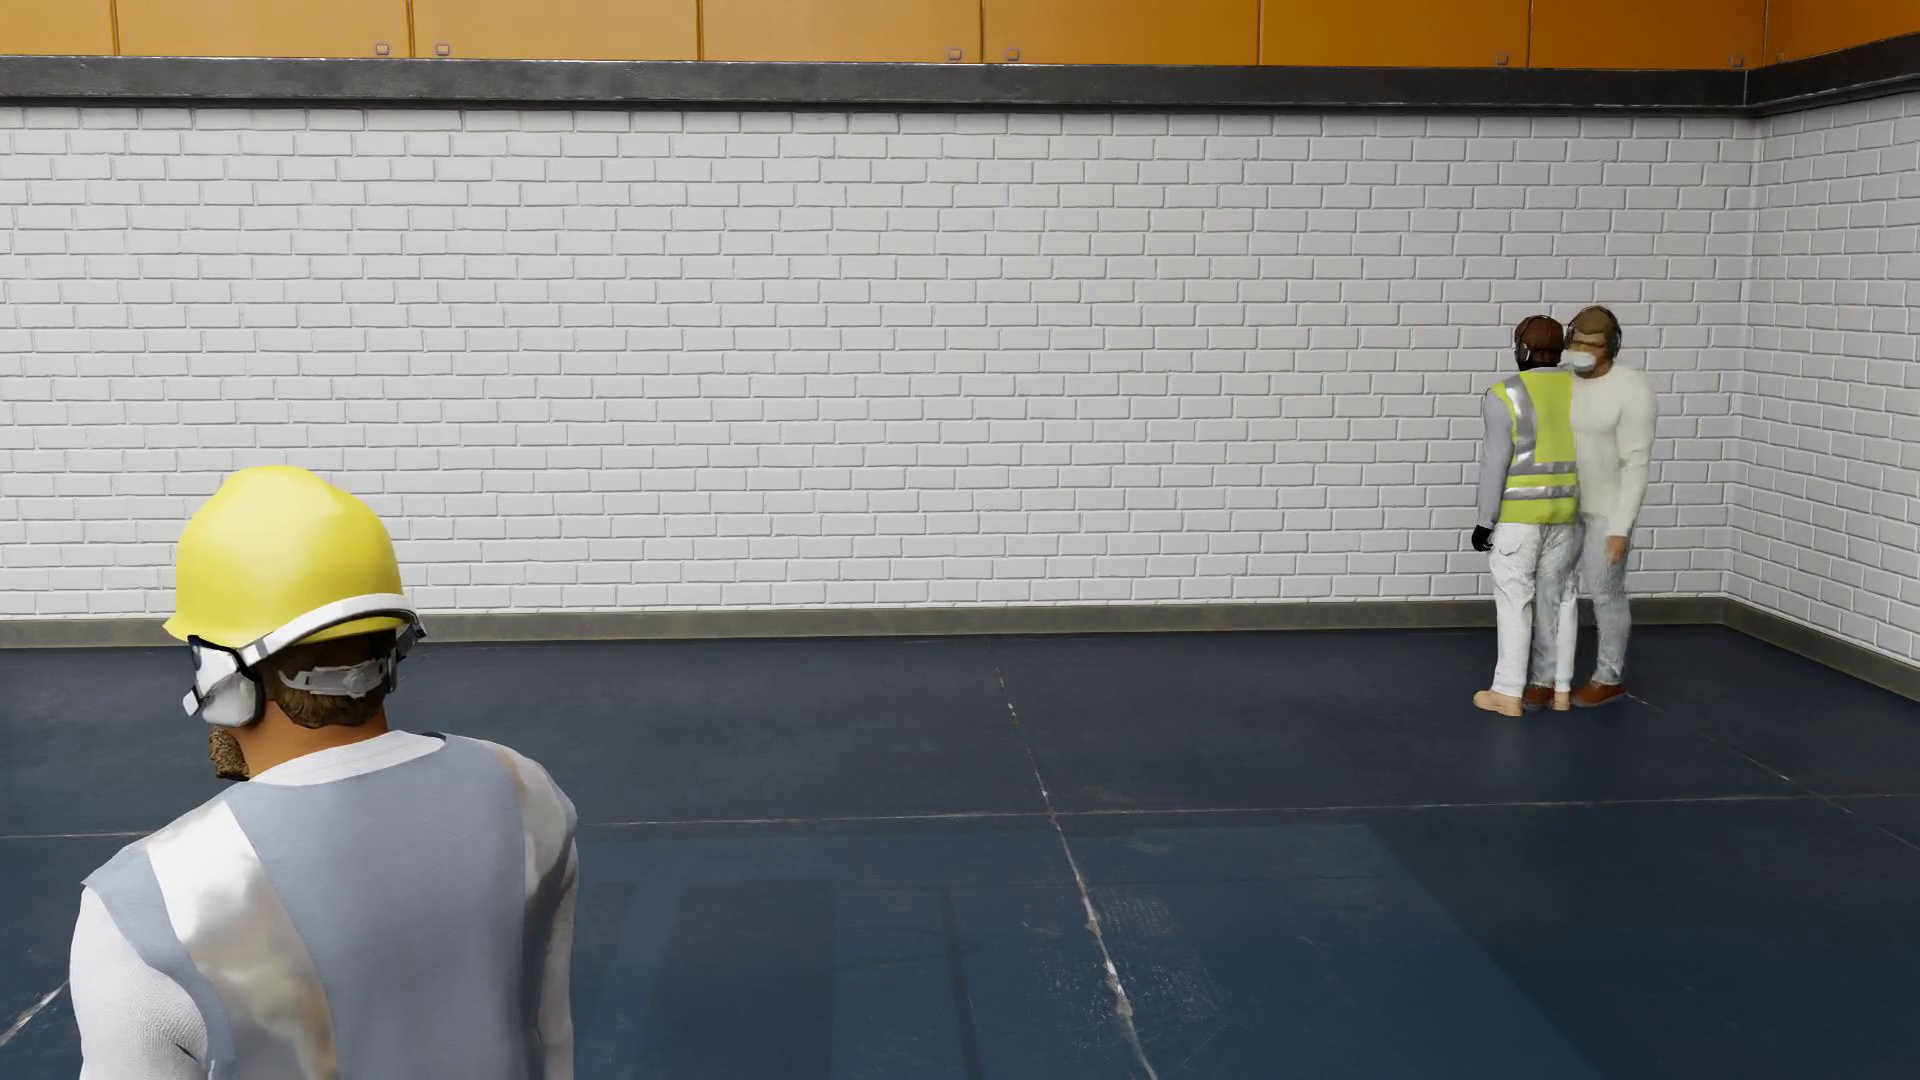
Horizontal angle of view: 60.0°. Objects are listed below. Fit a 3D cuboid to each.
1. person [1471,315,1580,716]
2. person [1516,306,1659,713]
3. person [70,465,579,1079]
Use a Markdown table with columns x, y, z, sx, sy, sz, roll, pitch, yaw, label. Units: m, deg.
| x | y | z | sx | sy | sz | roll | pitch | yaw | label |
| --- | --- | --- | --- | --- | --- | --- | --- | --- | --- |
| 2.634 | -0.111 | 7.677 | 0.630 | 1.842 | 0.429 | -3 | 10 | -18 | person |
| 2.867 | -0.115 | 7.577 | 0.780 | 1.880 | 0.653 | -6 | 11 | -32 | person |
| -0.674 | 0.830 | 1.834 | 0.403 | 1.826 | 0.596 | 5 | 11 | 31 | person |
